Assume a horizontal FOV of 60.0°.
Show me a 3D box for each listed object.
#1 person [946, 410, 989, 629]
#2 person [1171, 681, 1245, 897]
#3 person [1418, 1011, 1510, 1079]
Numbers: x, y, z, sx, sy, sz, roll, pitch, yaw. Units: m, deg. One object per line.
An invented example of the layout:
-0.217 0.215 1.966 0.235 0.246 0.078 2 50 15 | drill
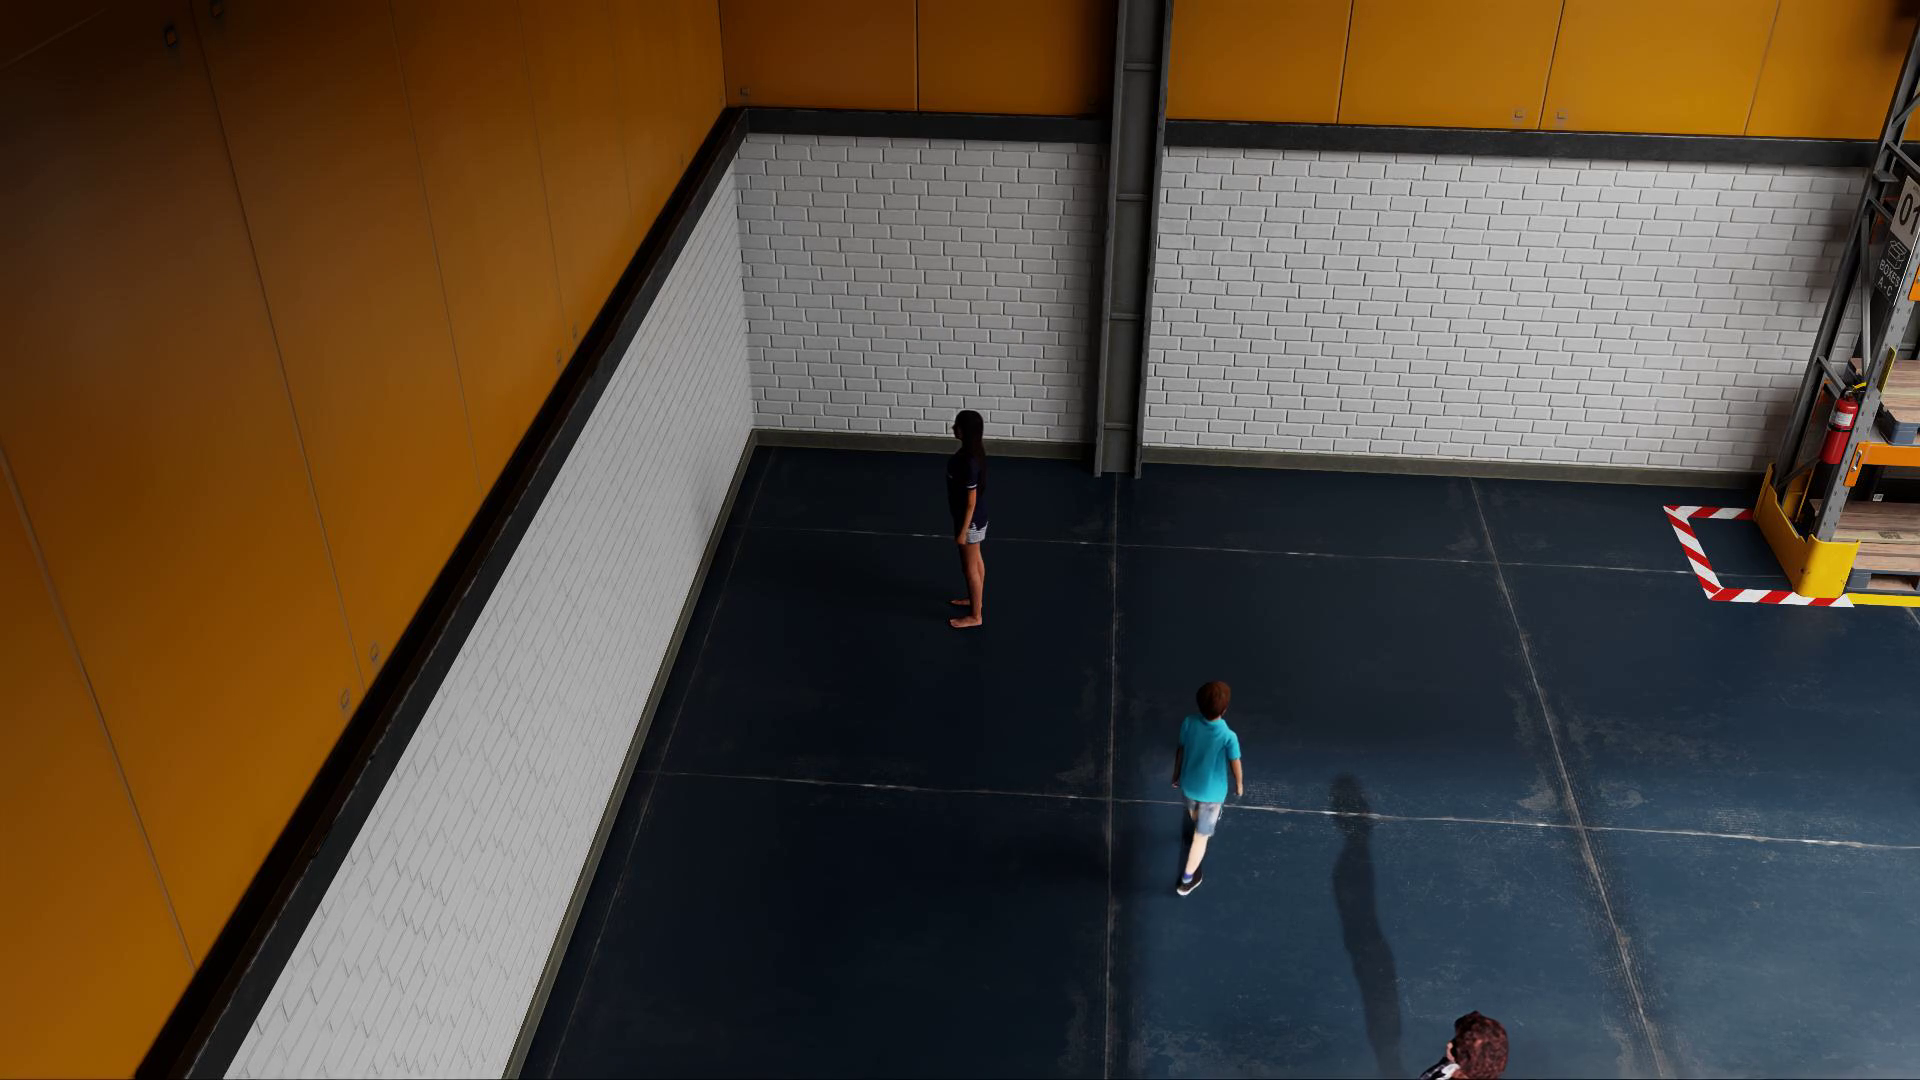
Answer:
0.075 -0.158 12.010 0.511 1.766 0.564 3 34 5 | person
1.413 1.486 9.854 0.957 1.414 0.904 21 39 29 | person
2.248 2.784 7.642 0.531 1.702 0.605 3 34 5 | person
